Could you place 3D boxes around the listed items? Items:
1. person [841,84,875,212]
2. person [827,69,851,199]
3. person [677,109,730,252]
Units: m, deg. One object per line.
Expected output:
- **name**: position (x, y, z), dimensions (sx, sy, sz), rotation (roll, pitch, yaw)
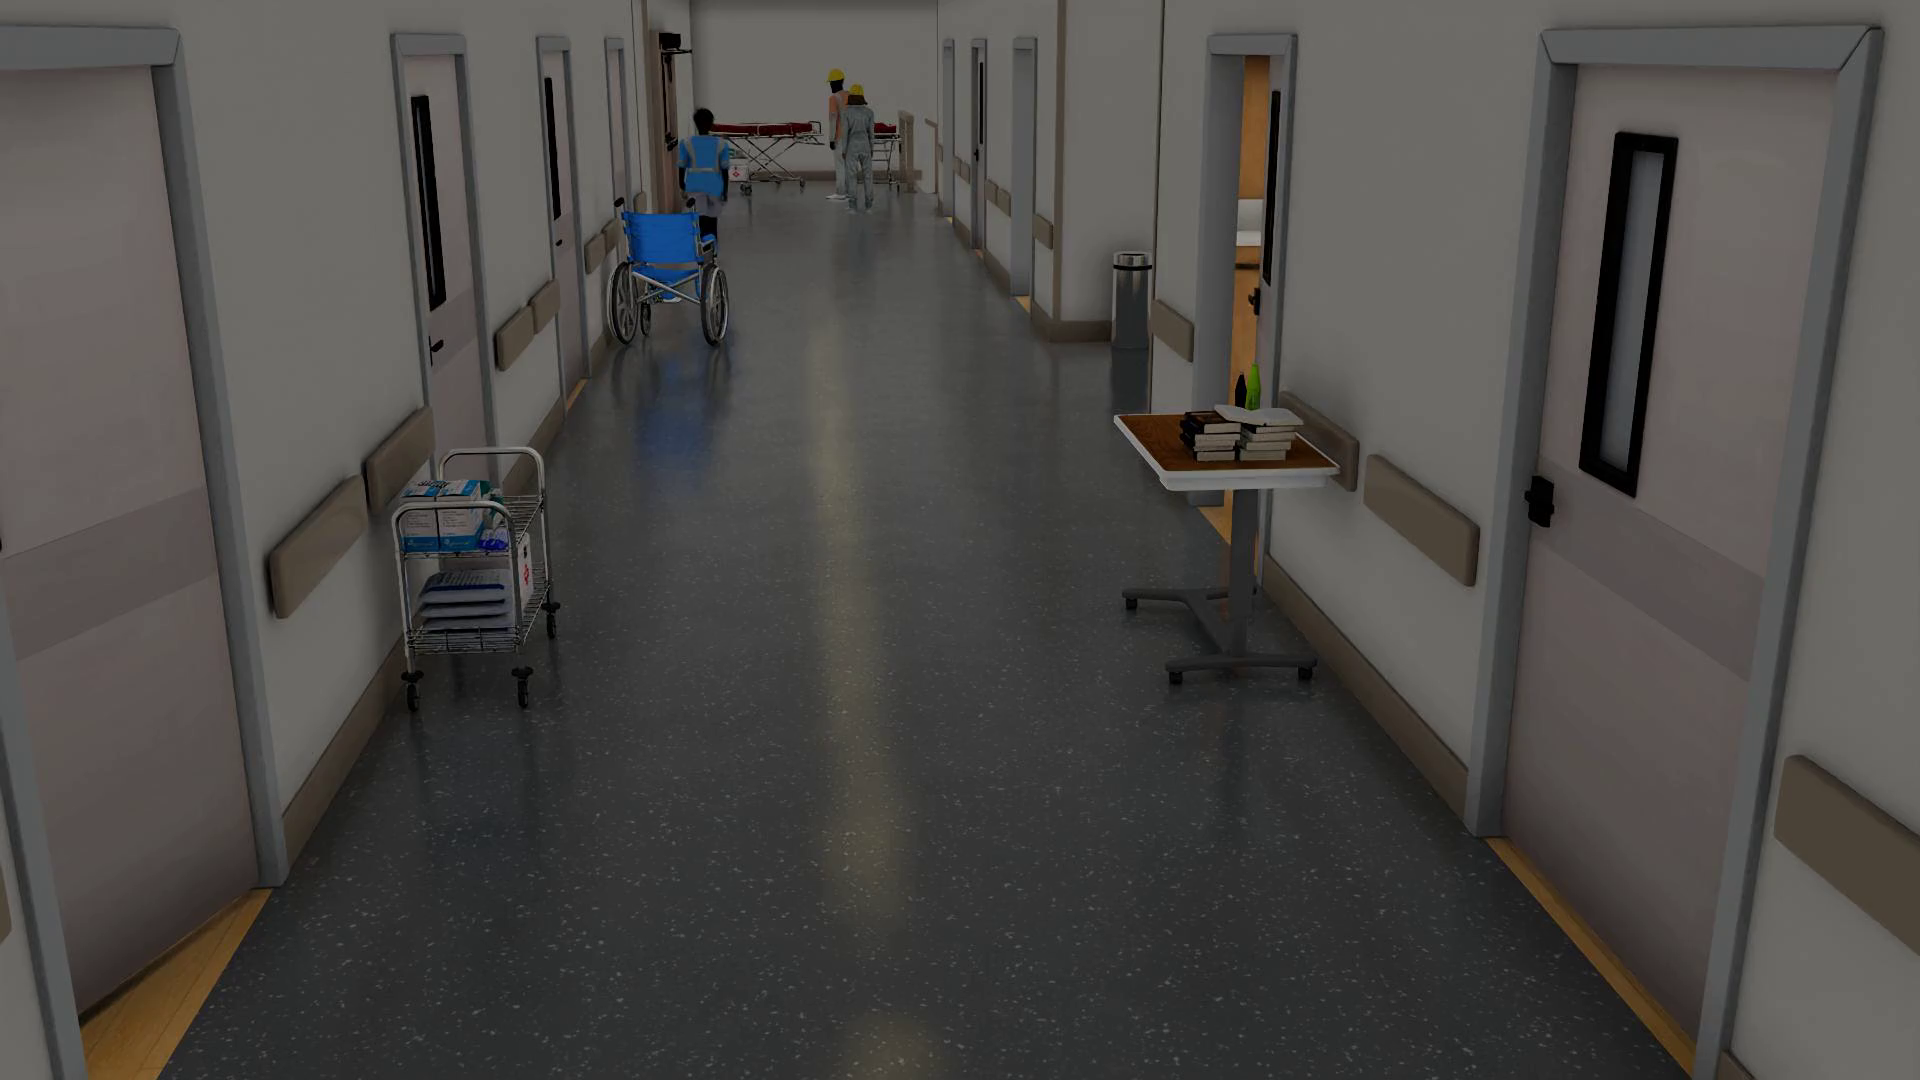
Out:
- **person**: position (-1.428, -5.466, 23.227), dimensions (0.487, 1.744, 0.294), rotation (-6, 18, -20)
- **person**: position (-1.812, -6.108, 25.078), dimensions (0.392, 1.918, 0.585), rotation (9, 19, 27)
- **person**: position (-2.669, -3.656, 17.361), dimensions (0.531, 1.637, 0.920), rotation (-6, 18, -20)
